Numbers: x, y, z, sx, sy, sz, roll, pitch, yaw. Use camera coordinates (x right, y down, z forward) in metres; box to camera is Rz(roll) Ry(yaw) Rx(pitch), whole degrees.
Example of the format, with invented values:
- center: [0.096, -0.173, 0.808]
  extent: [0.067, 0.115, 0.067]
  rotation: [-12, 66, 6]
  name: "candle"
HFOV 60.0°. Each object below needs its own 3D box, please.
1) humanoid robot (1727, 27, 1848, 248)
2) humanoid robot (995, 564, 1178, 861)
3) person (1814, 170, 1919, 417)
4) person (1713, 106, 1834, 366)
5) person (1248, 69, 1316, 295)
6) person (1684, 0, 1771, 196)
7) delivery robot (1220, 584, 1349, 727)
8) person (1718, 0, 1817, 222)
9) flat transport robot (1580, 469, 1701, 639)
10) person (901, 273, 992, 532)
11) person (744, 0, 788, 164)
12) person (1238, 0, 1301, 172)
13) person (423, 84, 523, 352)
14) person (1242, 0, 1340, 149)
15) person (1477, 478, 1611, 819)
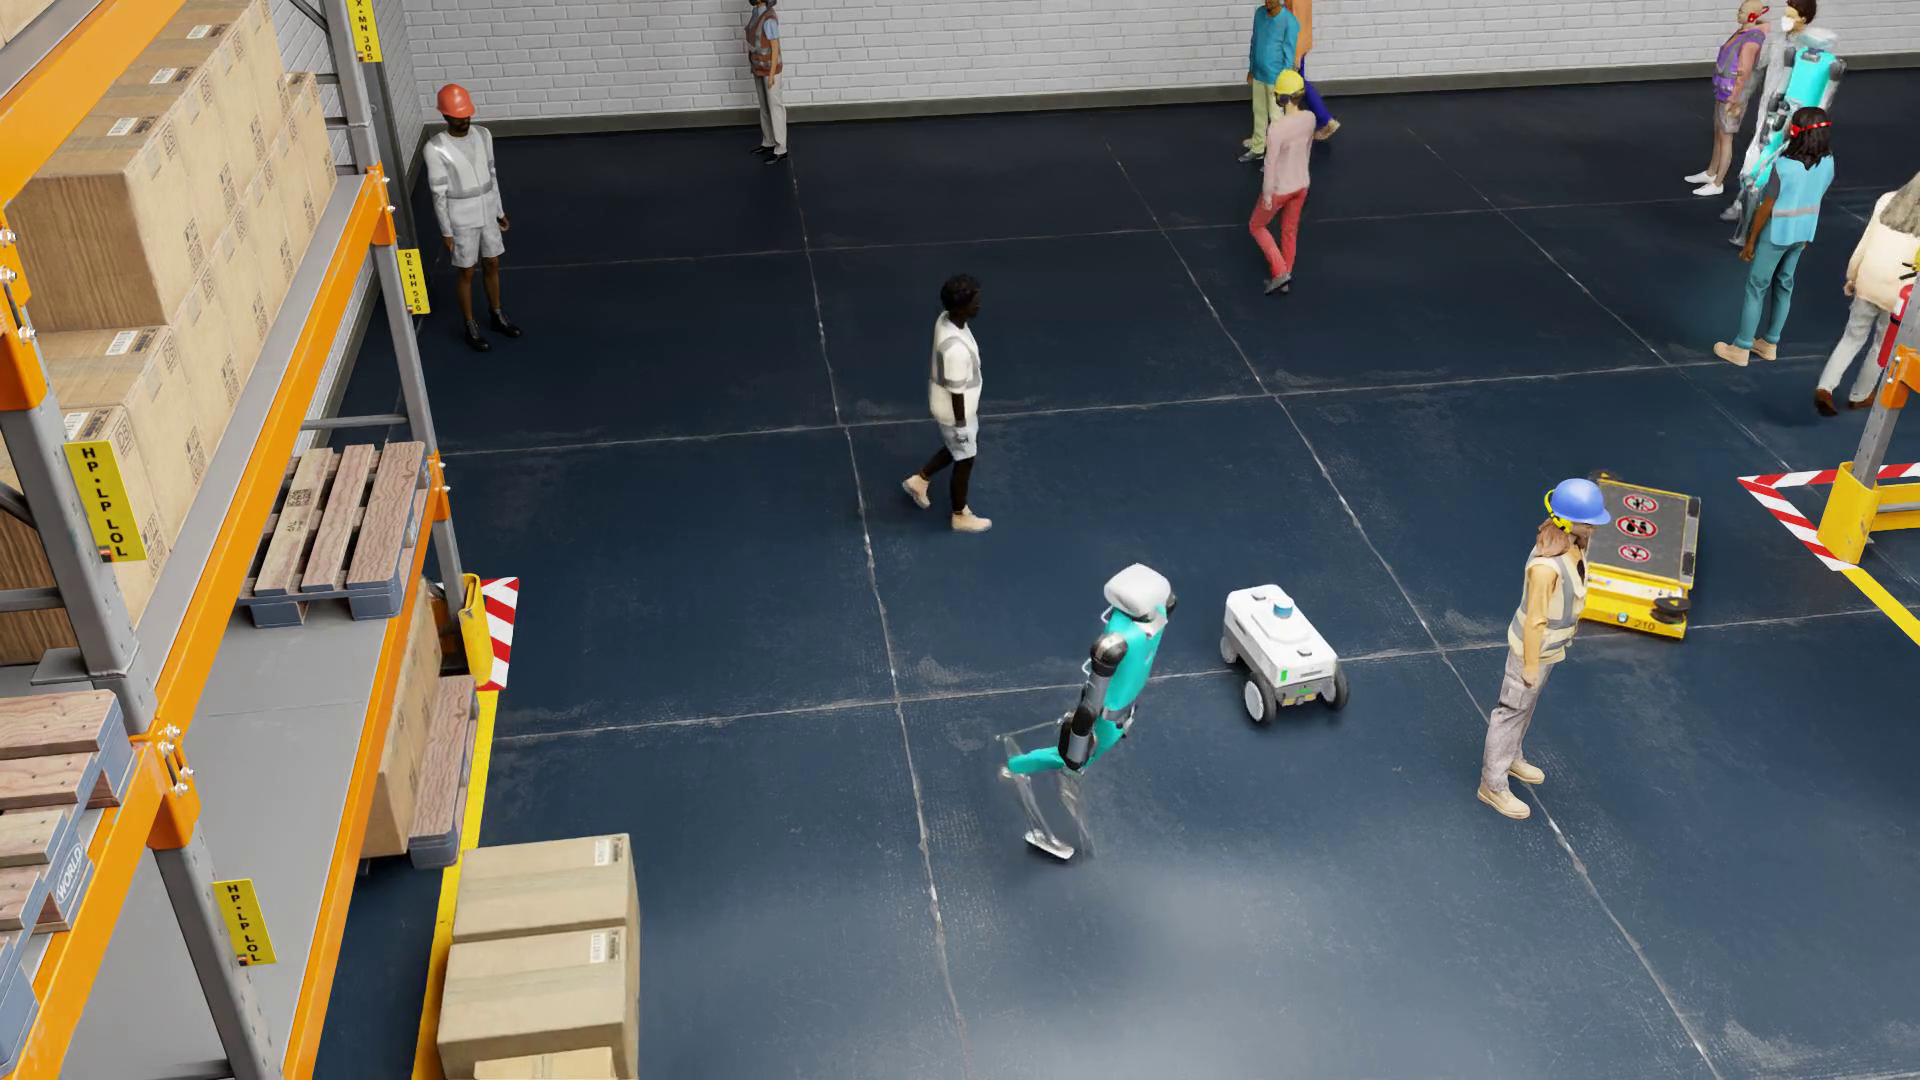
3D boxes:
- center: [6.565, -3.212, 13.424]
  extent: [0.980, 1.742, 0.535]
  rotation: [-17, 37, -24]
  name: "humanoid robot"
- center: [0.473, 0.797, 7.323]
  extent: [0.868, 1.792, 0.542]
  rotation: [21, 39, 29]
  name: "humanoid robot"
- center: [6.046, -1.627, 10.915]
  extent: [0.706, 1.848, 0.586]
  rotation: [-22, 39, -30]
  name: "person"
- center: [5.741, -2.103, 11.627]
  extent: [0.508, 1.860, 0.390]
  rotation: [-9, 34, -13]
  name: "person"
- center: [2.450, -2.686, 12.611]
  extent: [0.536, 1.756, 0.379]
  rotation: [-22, 39, -30]
  name: "person"
- center: [6.688, -3.840, 14.433]
  extent: [0.351, 1.694, 0.479]
  rotation: [6, 34, 9]
  name: "person"
- center: [1.671, 0.558, 8.708]
  extent: [0.499, 0.564, 0.744]
  rotation: [-10, 34, -15]
  name: "delivery robot"
- center: [6.726, -3.600, 13.897]
  extent: [0.758, 1.872, 0.546]
  rotation: [-6, 34, -9]
  name: "person"
- center: [3.955, 0.056, 9.767]
  extent: [0.659, 0.231, 1.431]
  rotation: [13, 35, 19]
  name: "flat transport robot"
- center: [-0.067, -0.784, 9.753]
  extent: [0.456, 1.680, 0.550]
  rotation: [-4, 33, -5]
  name: "person"
- center: [-1.763, -4.289, 15.121]
  extent: [0.312, 1.688, 0.435]
  rotation: [-17, 37, -24]
  name: "person"
- center: [2.760, -4.192, 14.928]
  extent: [0.354, 1.744, 0.562]
  rotation: [-18, 37, -25]
  name: "person"
- center: [-3.458, -2.296, 11.846]
  extent: [0.363, 1.935, 0.551]
  rotation: [24, 40, 32]
  name: "person"
- center: [3.141, -4.525, 15.275]
  extent: [0.862, 1.935, 0.597]
  rotation: [4, 33, 6]
  name: "person"
- center: [2.707, 0.485, 7.727]
  extent: [0.309, 1.778, 0.464]
  rotation: [19, 38, 27]
  name: "person"
